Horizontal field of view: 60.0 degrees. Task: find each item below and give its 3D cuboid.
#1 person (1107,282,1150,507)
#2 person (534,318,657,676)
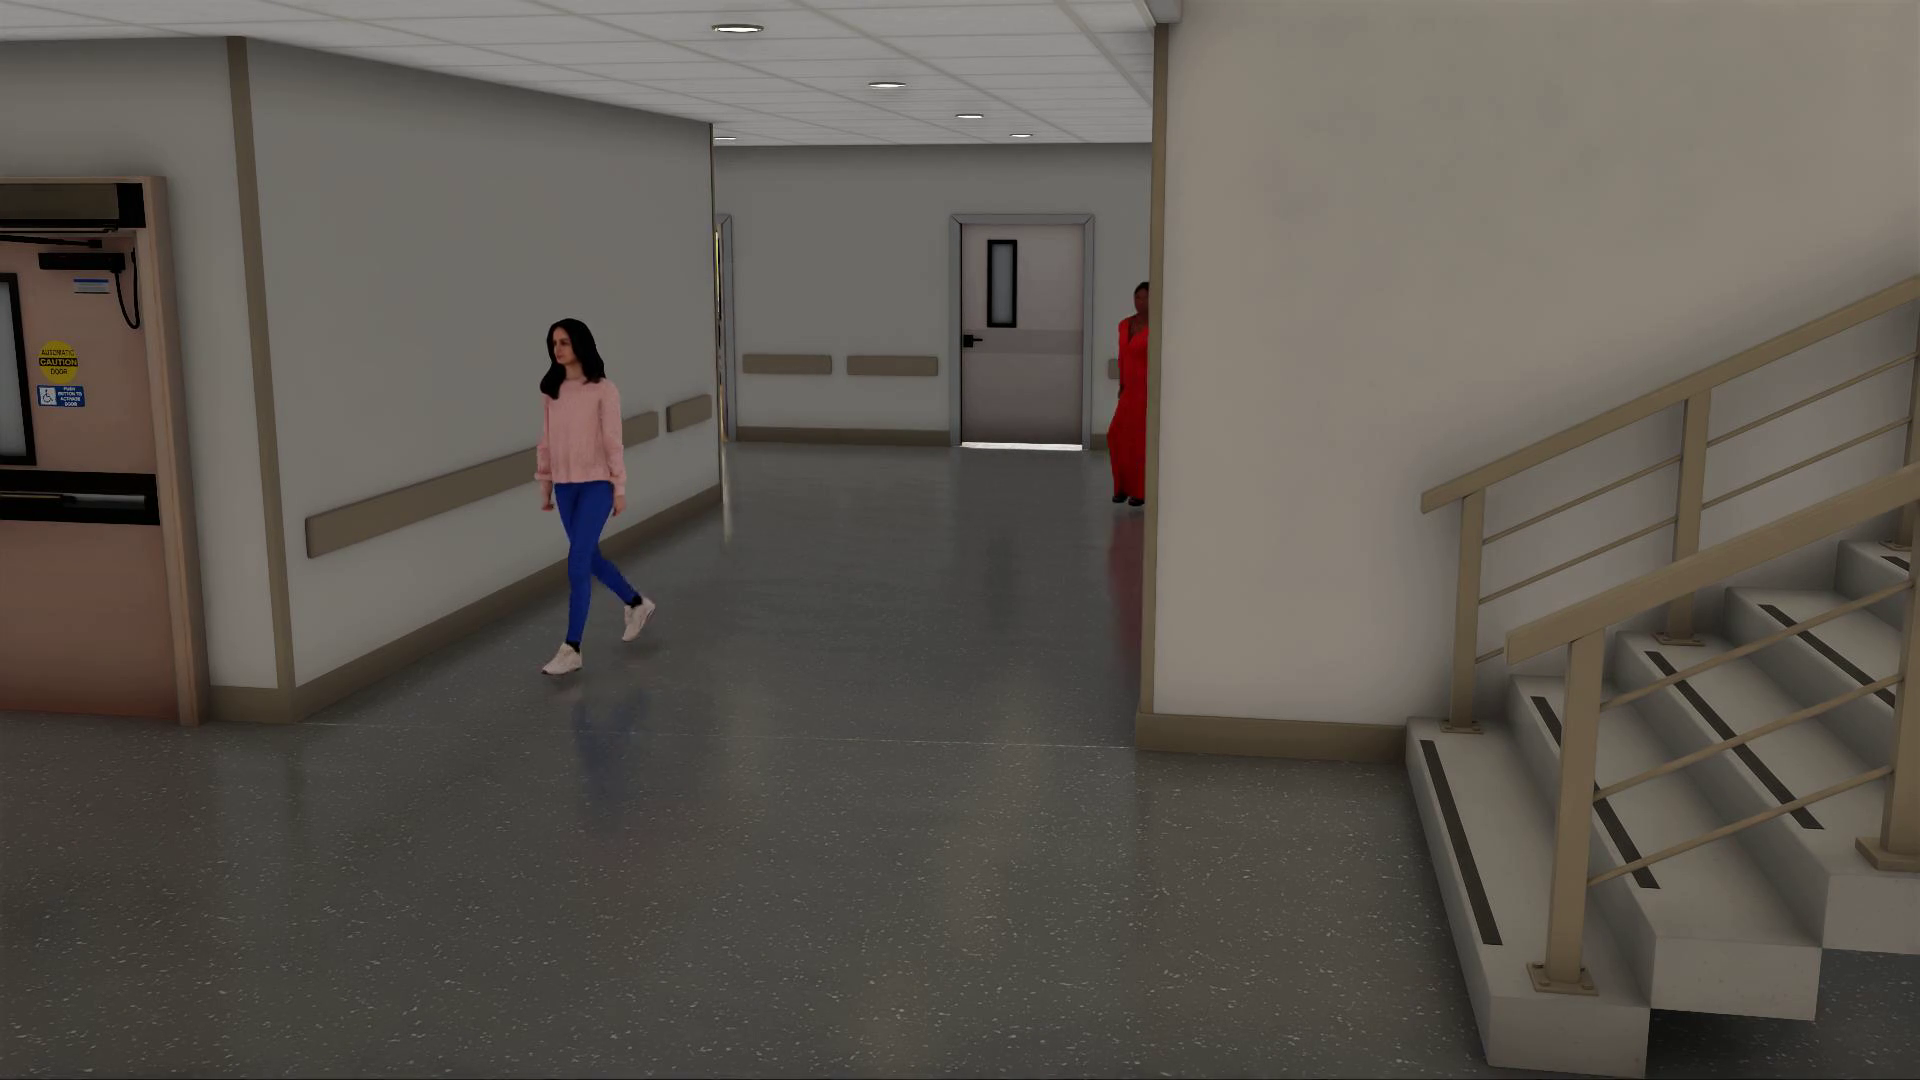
[{"bbox_3d":[1.484,-1.124,13.047,0.873,1.762,0.811,-9,14,-39],"label":"person"},{"bbox_3d":[-1.824,-0.227,8.391,1.170,1.735,0.970,6,12,30],"label":"person"}]
